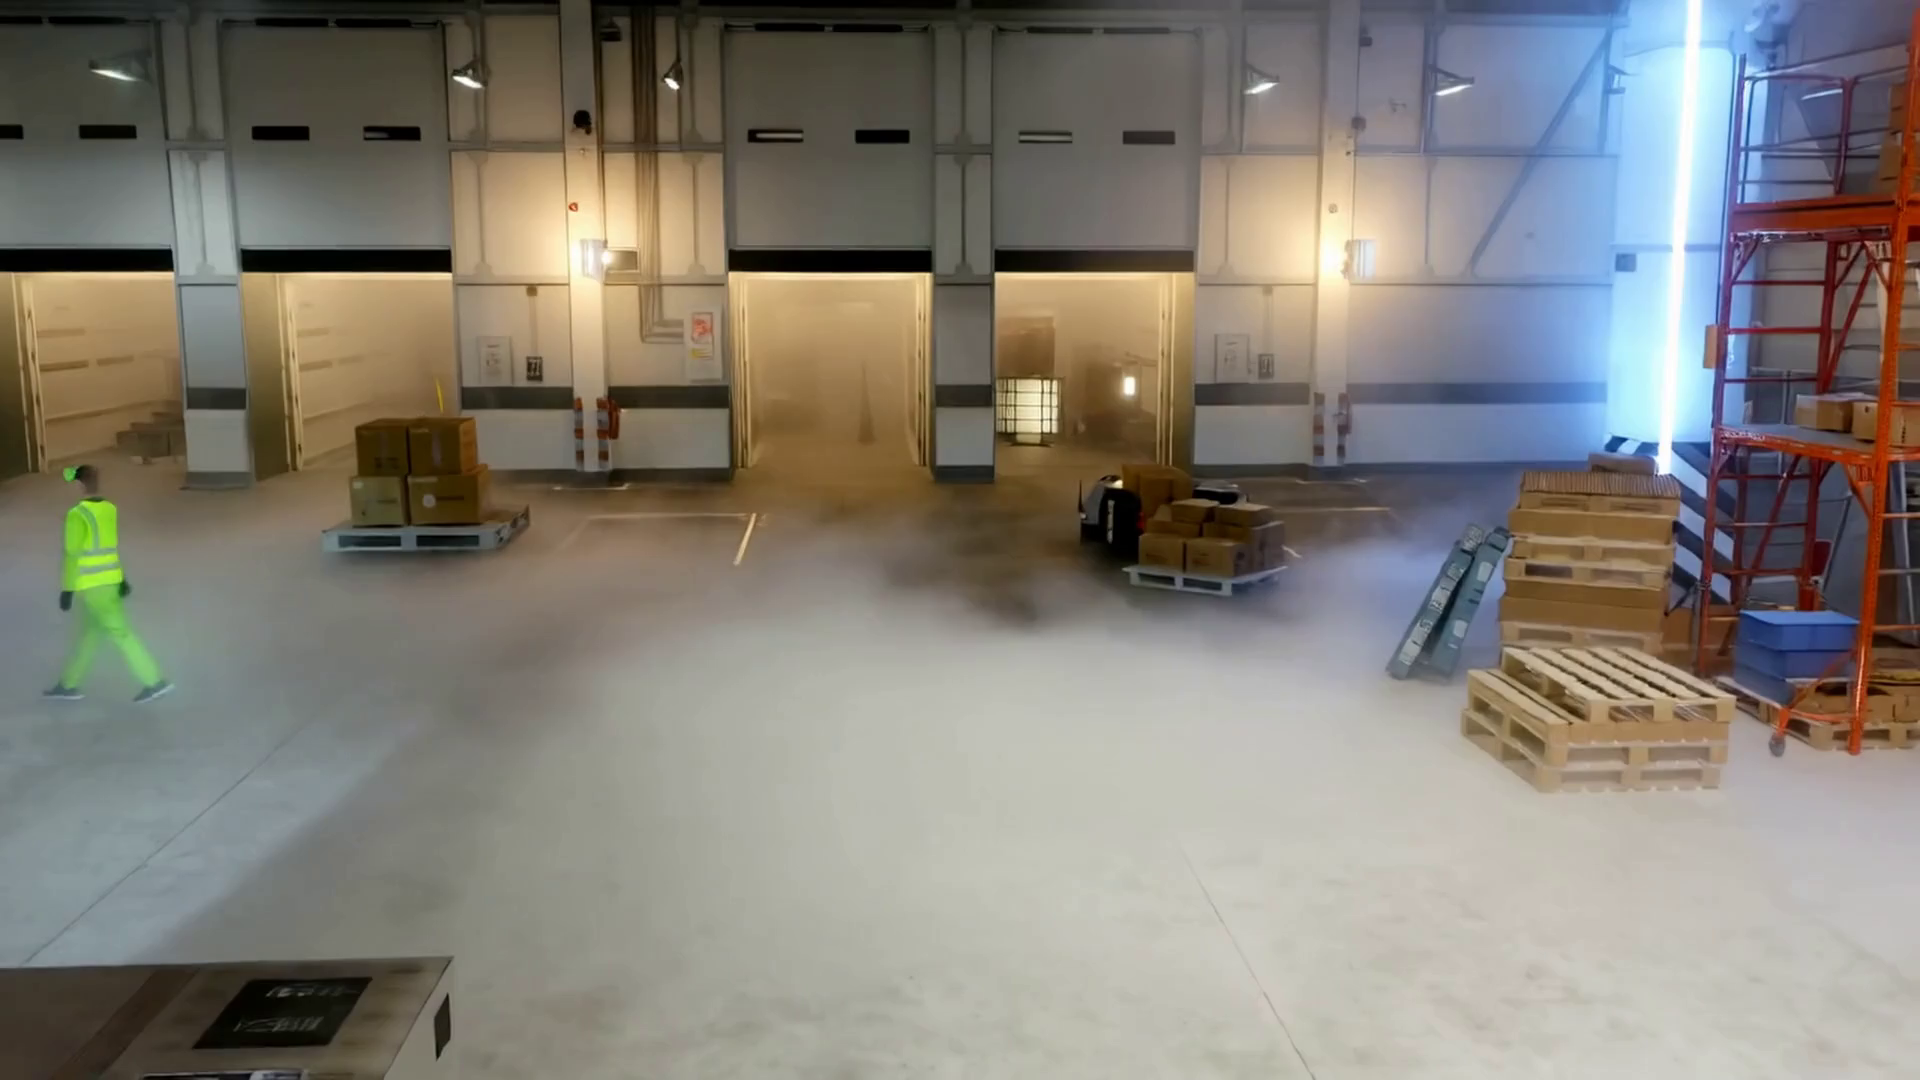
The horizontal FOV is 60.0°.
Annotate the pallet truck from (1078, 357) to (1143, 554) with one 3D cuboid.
[{"bbox_3d":[2.088,-0.836,16.757,1.885,1.965,0.823,2,9,13],"label":"pallet truck"}]

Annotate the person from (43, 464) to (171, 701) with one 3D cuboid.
[{"bbox_3d":[-5.688,0.293,10.983,0.892,1.592,0.548,0,9,-1],"label":"person"}]
